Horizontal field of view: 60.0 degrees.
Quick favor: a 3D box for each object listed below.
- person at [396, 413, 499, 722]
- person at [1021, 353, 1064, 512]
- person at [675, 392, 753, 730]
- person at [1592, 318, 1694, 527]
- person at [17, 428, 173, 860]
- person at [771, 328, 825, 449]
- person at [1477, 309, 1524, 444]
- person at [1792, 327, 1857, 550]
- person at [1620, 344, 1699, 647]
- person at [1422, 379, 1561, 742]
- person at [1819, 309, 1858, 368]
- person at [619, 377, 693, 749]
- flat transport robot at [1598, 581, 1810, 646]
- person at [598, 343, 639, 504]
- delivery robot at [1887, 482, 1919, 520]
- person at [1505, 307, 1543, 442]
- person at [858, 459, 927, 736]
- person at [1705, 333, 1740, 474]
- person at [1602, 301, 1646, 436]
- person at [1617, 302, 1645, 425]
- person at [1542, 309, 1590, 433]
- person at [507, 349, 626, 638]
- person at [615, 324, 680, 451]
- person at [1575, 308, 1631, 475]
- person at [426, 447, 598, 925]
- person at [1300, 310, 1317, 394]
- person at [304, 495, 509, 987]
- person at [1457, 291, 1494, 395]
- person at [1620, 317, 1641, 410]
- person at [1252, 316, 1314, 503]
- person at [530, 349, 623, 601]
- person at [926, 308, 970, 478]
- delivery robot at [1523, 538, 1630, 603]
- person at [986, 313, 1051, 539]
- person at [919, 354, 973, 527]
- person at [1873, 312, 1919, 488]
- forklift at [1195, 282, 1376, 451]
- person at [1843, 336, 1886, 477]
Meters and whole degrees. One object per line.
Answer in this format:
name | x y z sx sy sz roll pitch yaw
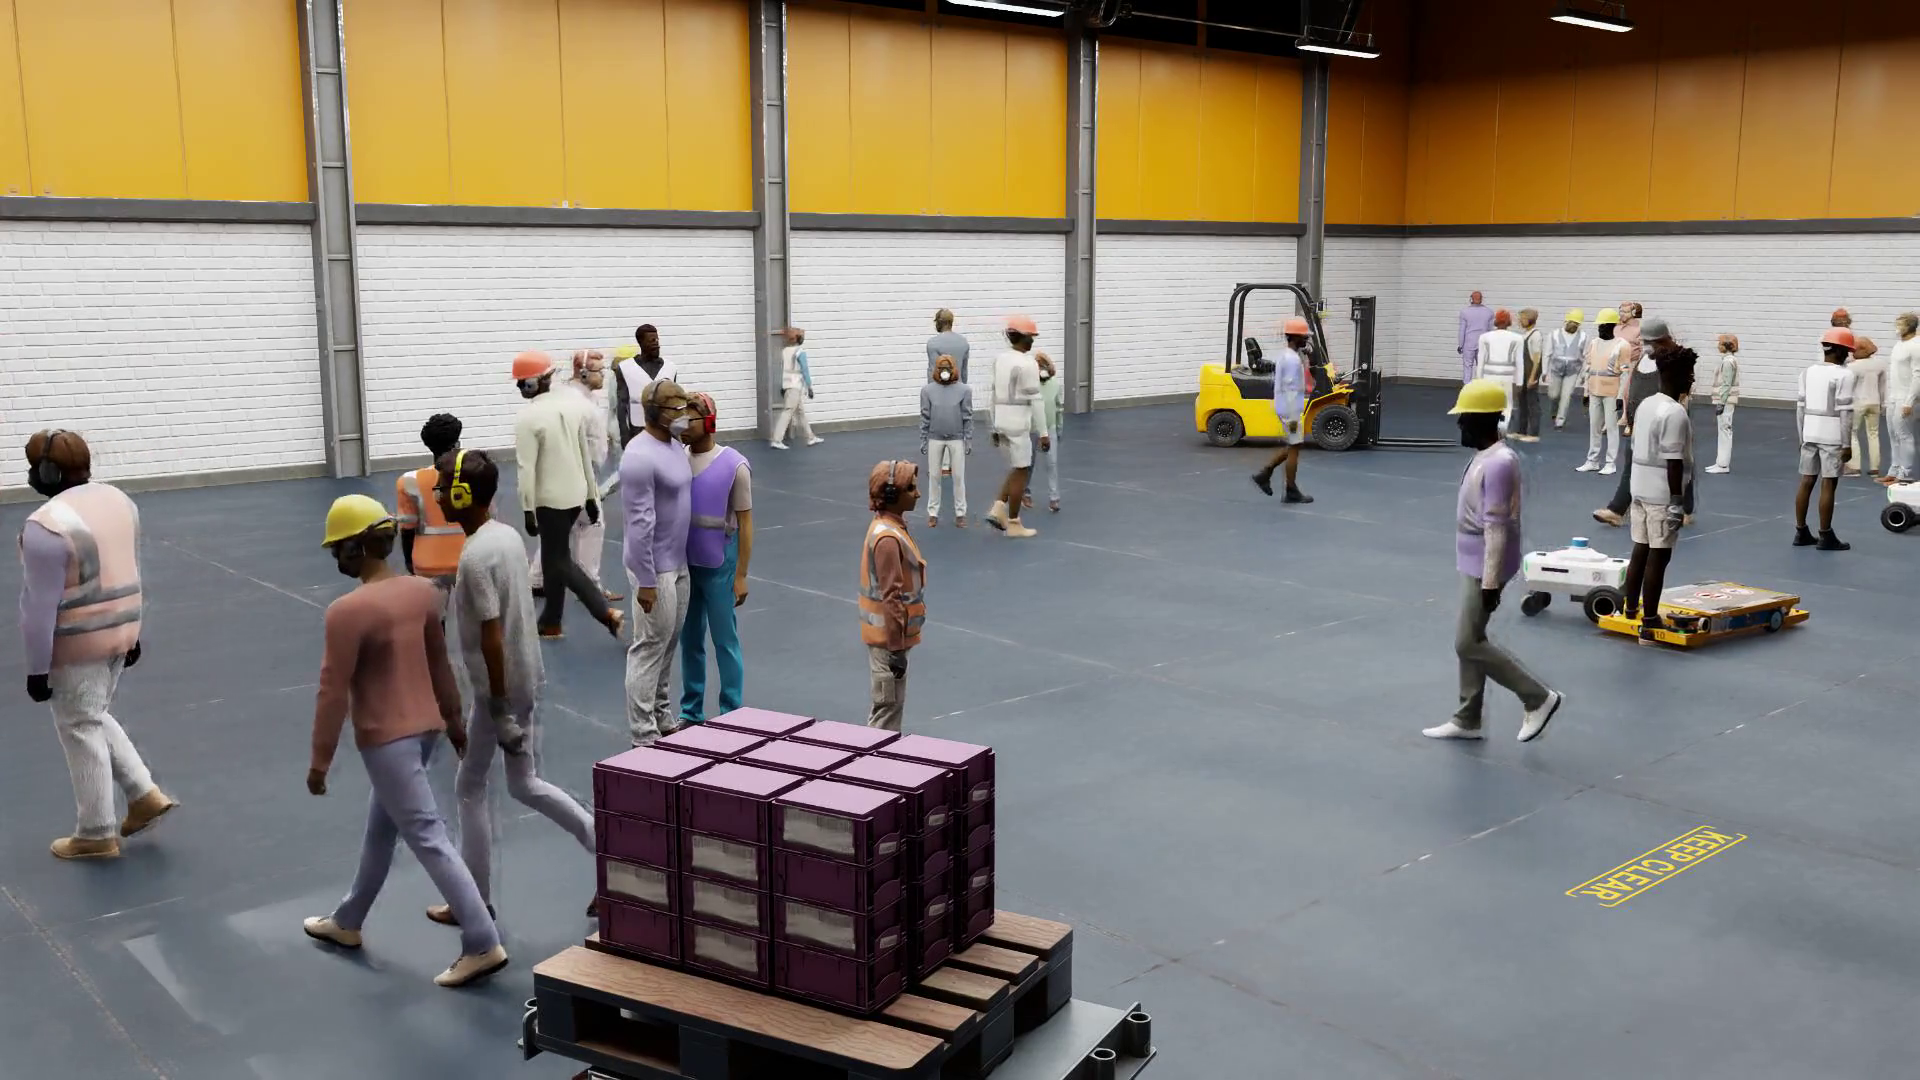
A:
person | -2.764 0.158 9.030 0.531 1.692 0.320 -2 10 -12
person | 0.805 -1.064 16.495 0.530 1.583 0.872 -3 10 -17
person | -1.320 0.149 8.638 0.573 1.844 0.376 6 11 30
person | 6.497 -1.122 15.511 1.057 2.000 0.693 -4 10 -21
person | -3.664 0.445 6.941 0.434 1.831 0.652 1 10 5
person | -2.164 -1.998 21.957 0.879 1.588 0.543 -6 12 -33
person | 7.020 -2.077 21.651 0.583 1.857 0.692 4 11 24
person | 7.510 -0.876 14.404 0.382 1.927 0.542 -3 10 -18
person | 4.587 -0.296 10.886 0.367 1.964 0.609 0 10 2
person | 2.757 0.130 8.556 0.566 1.915 0.589 2 10 12
person | 11.455 -2.088 21.713 0.713 1.856 0.431 -4 10 -20
person | -1.506 0.152 8.351 0.352 1.936 0.635 1 10 7
flat transport robot | 5.066 0.481 11.295 1.431 0.197 0.652 -6 12 -33
person | -3.242 -1.007 15.759 0.640 1.718 0.502 -6 11 -30
delivery robot | 8.917 -0.379 15.230 0.707 0.478 0.477 9 13 41
person | 7.770 -2.258 22.744 0.341 1.843 0.513 -1 10 -3
person | -0.300 0.455 7.447 0.306 1.639 0.523 -1 10 -4
person | 8.933 -1.593 19.439 0.307 1.641 0.513 4 11 24
person | 9.358 -2.419 23.496 0.409 1.908 0.639 -9 13 -42
person | 10.067 -2.634 24.944 0.633 1.841 0.429 -8 12 -38
person | 8.757 -2.452 24.085 0.623 1.783 0.657 3 10 17
person | -2.538 -0.264 10.773 0.851 1.951 0.659 4 10 21
person | -2.849 -1.011 15.209 0.593 1.922 0.390 -7 12 -34
person | 7.506 -1.726 19.378 0.370 1.927 0.588 -5 11 -28
person | -1.636 0.565 6.231 0.770 1.842 0.519 1 10 7
person | 5.533 -2.793 26.148 0.554 1.752 0.530 4 10 22
person | -1.993 0.695 5.858 0.942 1.703 0.575 3 10 16
person | 9.309 -3.544 30.094 0.641 1.905 0.410 0 10 -3
person | 11.056 -2.981 27.387 0.317 1.698 0.540 -8 13 -40
person | 3.358 -1.326 17.034 0.524 1.927 0.559 0 10 1
person | -2.883 -0.458 12.161 0.703 1.870 0.662 -3 10 -18
person | -0.160 -1.686 19.113 0.356 1.937 0.638 9 13 43
delivery robot | 4.343 0.226 11.683 0.707 0.478 0.477 6 12 32
person | 0.541 -1.010 14.915 0.455 2.022 0.640 -5 11 -27
person | -0.130 -0.923 15.560 0.501 1.626 0.278 1 10 5
person | 10.319 -1.514 18.200 0.389 1.938 0.653 1 10 9
forklift | 4.328 -2.346 22.227 2.313 2.155 1.214 3 10 16
person | 10.410 -1.533 19.144 0.564 1.627 0.319 -2 10 -13
